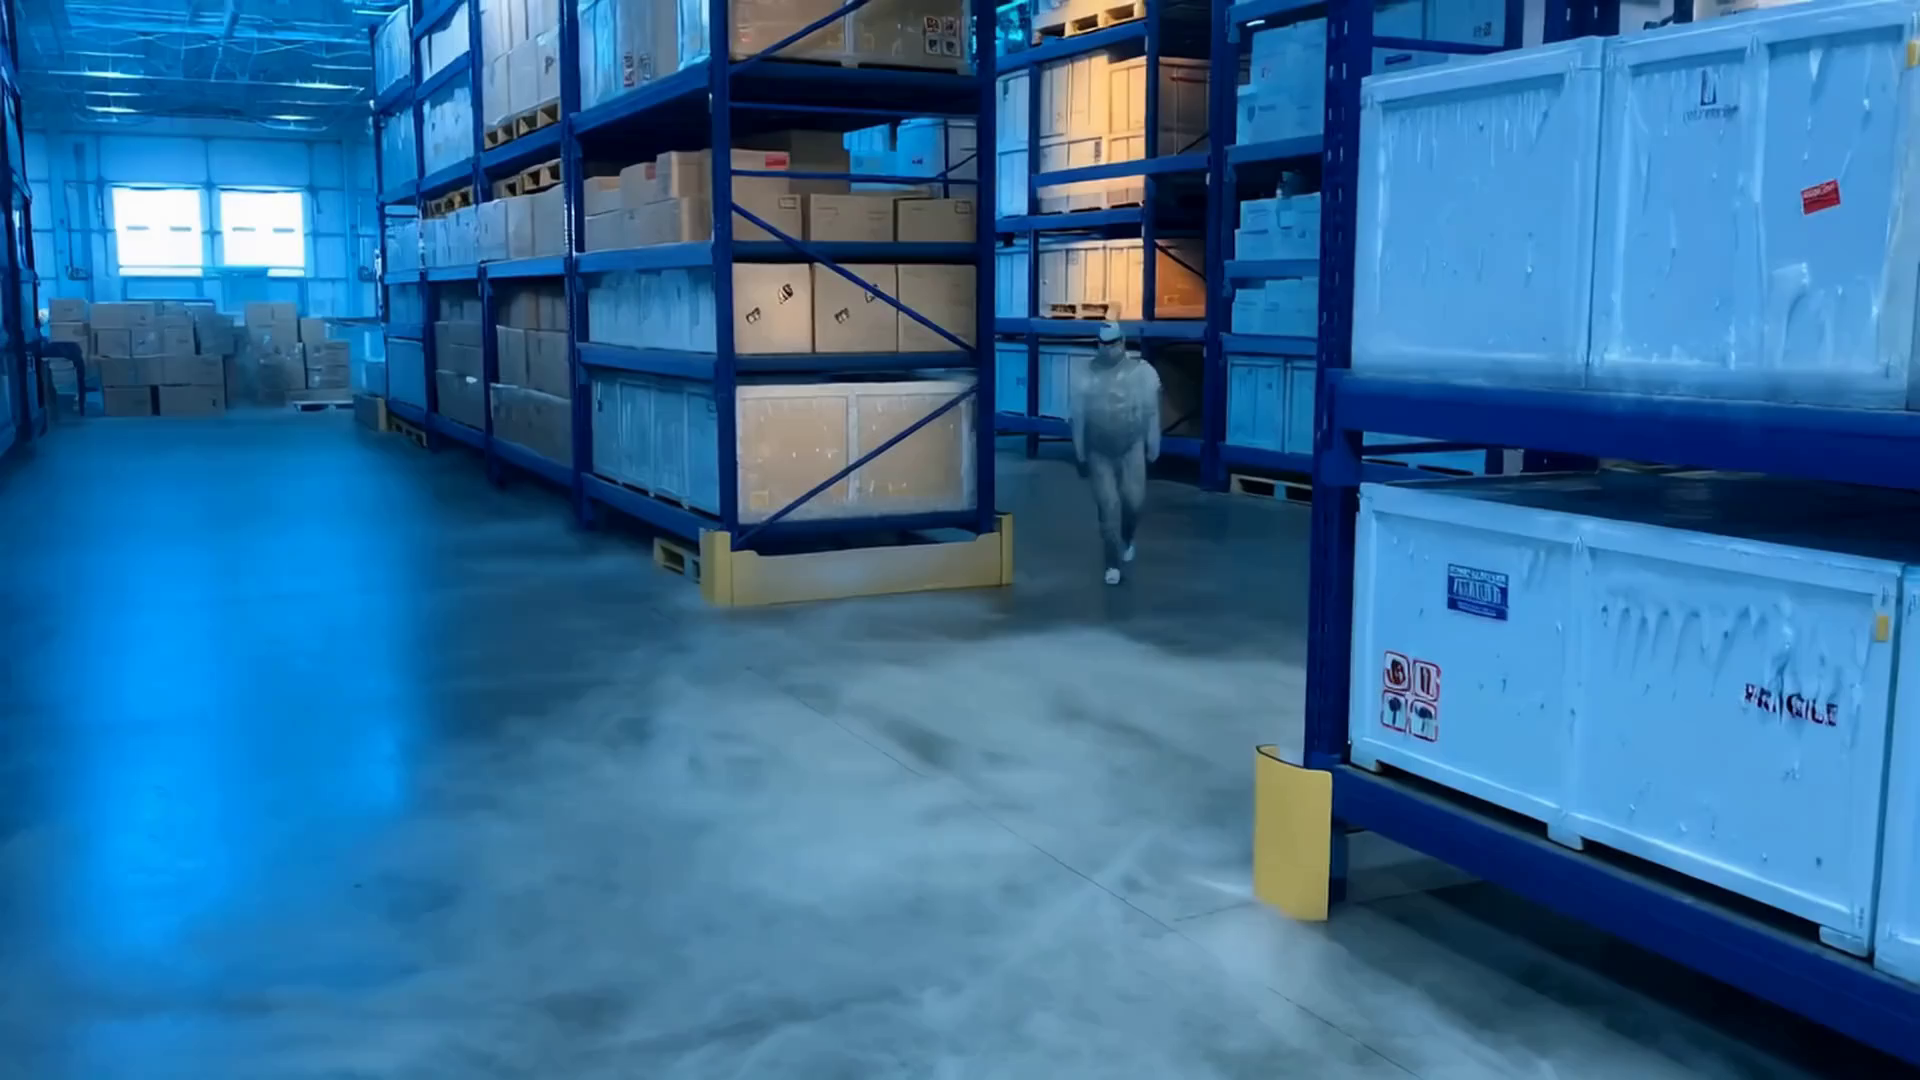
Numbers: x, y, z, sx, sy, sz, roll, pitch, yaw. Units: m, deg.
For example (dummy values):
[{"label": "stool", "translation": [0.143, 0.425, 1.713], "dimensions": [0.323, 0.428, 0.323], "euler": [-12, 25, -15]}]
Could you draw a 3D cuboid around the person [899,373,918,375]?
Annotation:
[{"label": "person", "translation": [-0.585, -1.071, 15.531], "dimensions": [0.532, 1.699, 0.318], "euler": [5, 10, 30]}]

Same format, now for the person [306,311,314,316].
[{"label": "person", "translation": [-19.270, -5.973, 49.464], "dimensions": [0.890, 1.644, 0.549], "euler": [0, 8, -1]}]

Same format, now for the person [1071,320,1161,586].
[{"label": "person", "translation": [1.111, -0.640, 11.930], "dimensions": [0.649, 1.878, 0.667], "euler": [0, 8, 3]}]

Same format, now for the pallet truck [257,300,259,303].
[{"label": "pallet truck", "translation": [-23.913, -7.404, 58.171], "dimensions": [1.885, 1.965, 0.823], "euler": [-1, 8, -9]}]

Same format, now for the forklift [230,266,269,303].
[{"label": "forklift", "translation": [-17.661, -5.425, 41.501], "dimensions": [1.129, 2.768, 1.873], "euler": [2, 9, 14]}]
